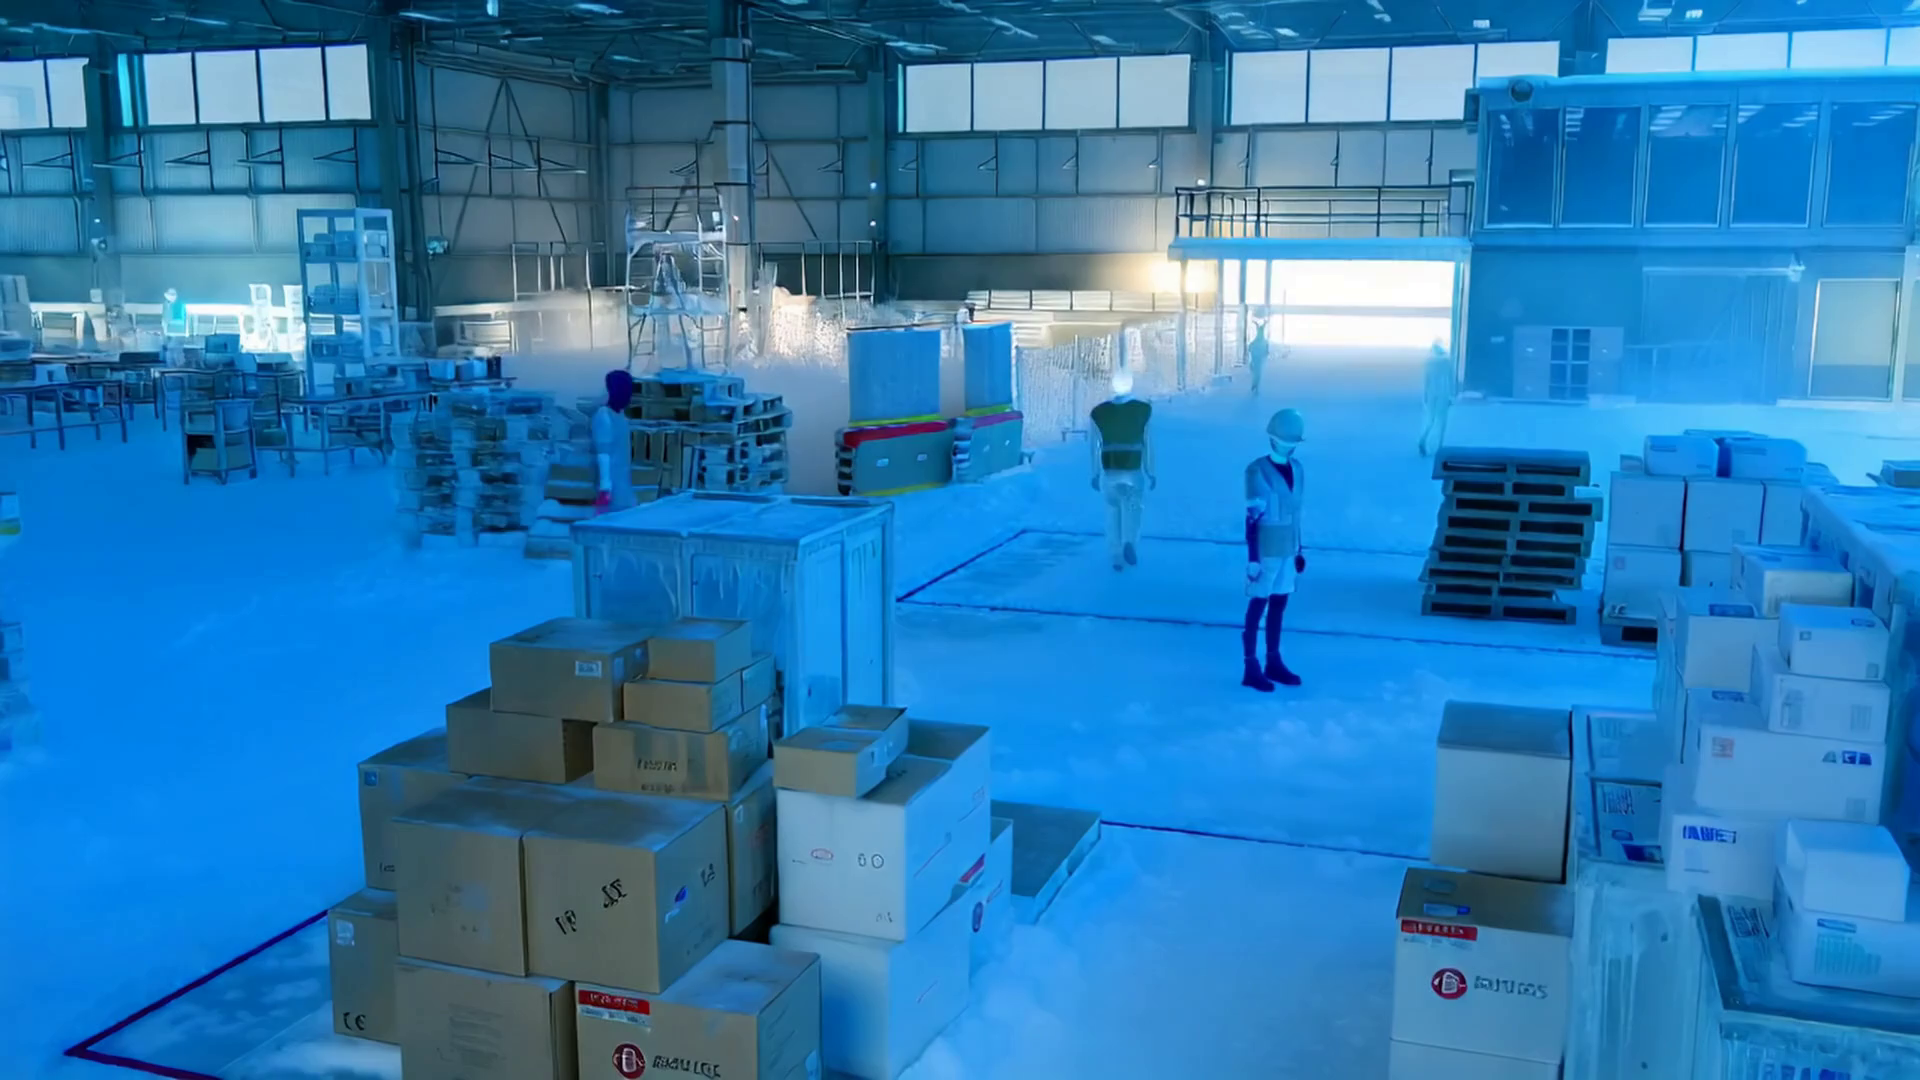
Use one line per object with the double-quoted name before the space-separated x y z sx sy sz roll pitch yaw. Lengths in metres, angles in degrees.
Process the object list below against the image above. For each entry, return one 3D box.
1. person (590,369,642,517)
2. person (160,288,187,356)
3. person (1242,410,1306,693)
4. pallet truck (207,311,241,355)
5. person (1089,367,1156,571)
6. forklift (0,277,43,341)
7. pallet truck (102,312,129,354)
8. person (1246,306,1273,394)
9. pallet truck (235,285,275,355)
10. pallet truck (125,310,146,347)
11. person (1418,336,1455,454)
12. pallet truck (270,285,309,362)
"person" -3.013 -0.537 14.751 0.642 1.931 0.679 2 10 9
"person" -18.509 -4.913 39.138 0.406 2.034 0.608 7 12 35
"person" 2.177 0.069 11.372 0.547 1.928 0.385 -8 13 -38
"pallet truck" -19.537 -5.575 44.913 0.653 1.274 1.630 3 11 19
"person" 1.512 -0.650 15.477 0.633 1.902 0.456 2 10 9
"forklift" -27.151 -6.329 46.328 1.157 1.987 2.680 3 11 17
"pallet truck" -23.057 -5.777 46.261 0.680 1.201 1.601 3 11 19
"person" 6.063 -3.839 33.719 0.544 1.800 0.741 2 10 10
"pallet truck" -18.327 -5.835 44.421 0.823 1.965 1.885 4 11 23
"pallet truck" -22.038 -5.665 45.457 0.704 1.261 1.522 3 11 17
"person" 6.880 -2.078 24.028 0.504 1.735 0.566 -6 12 -30
"pallet truck" -17.147 -5.700 43.663 0.823 1.965 1.885 3 11 17
